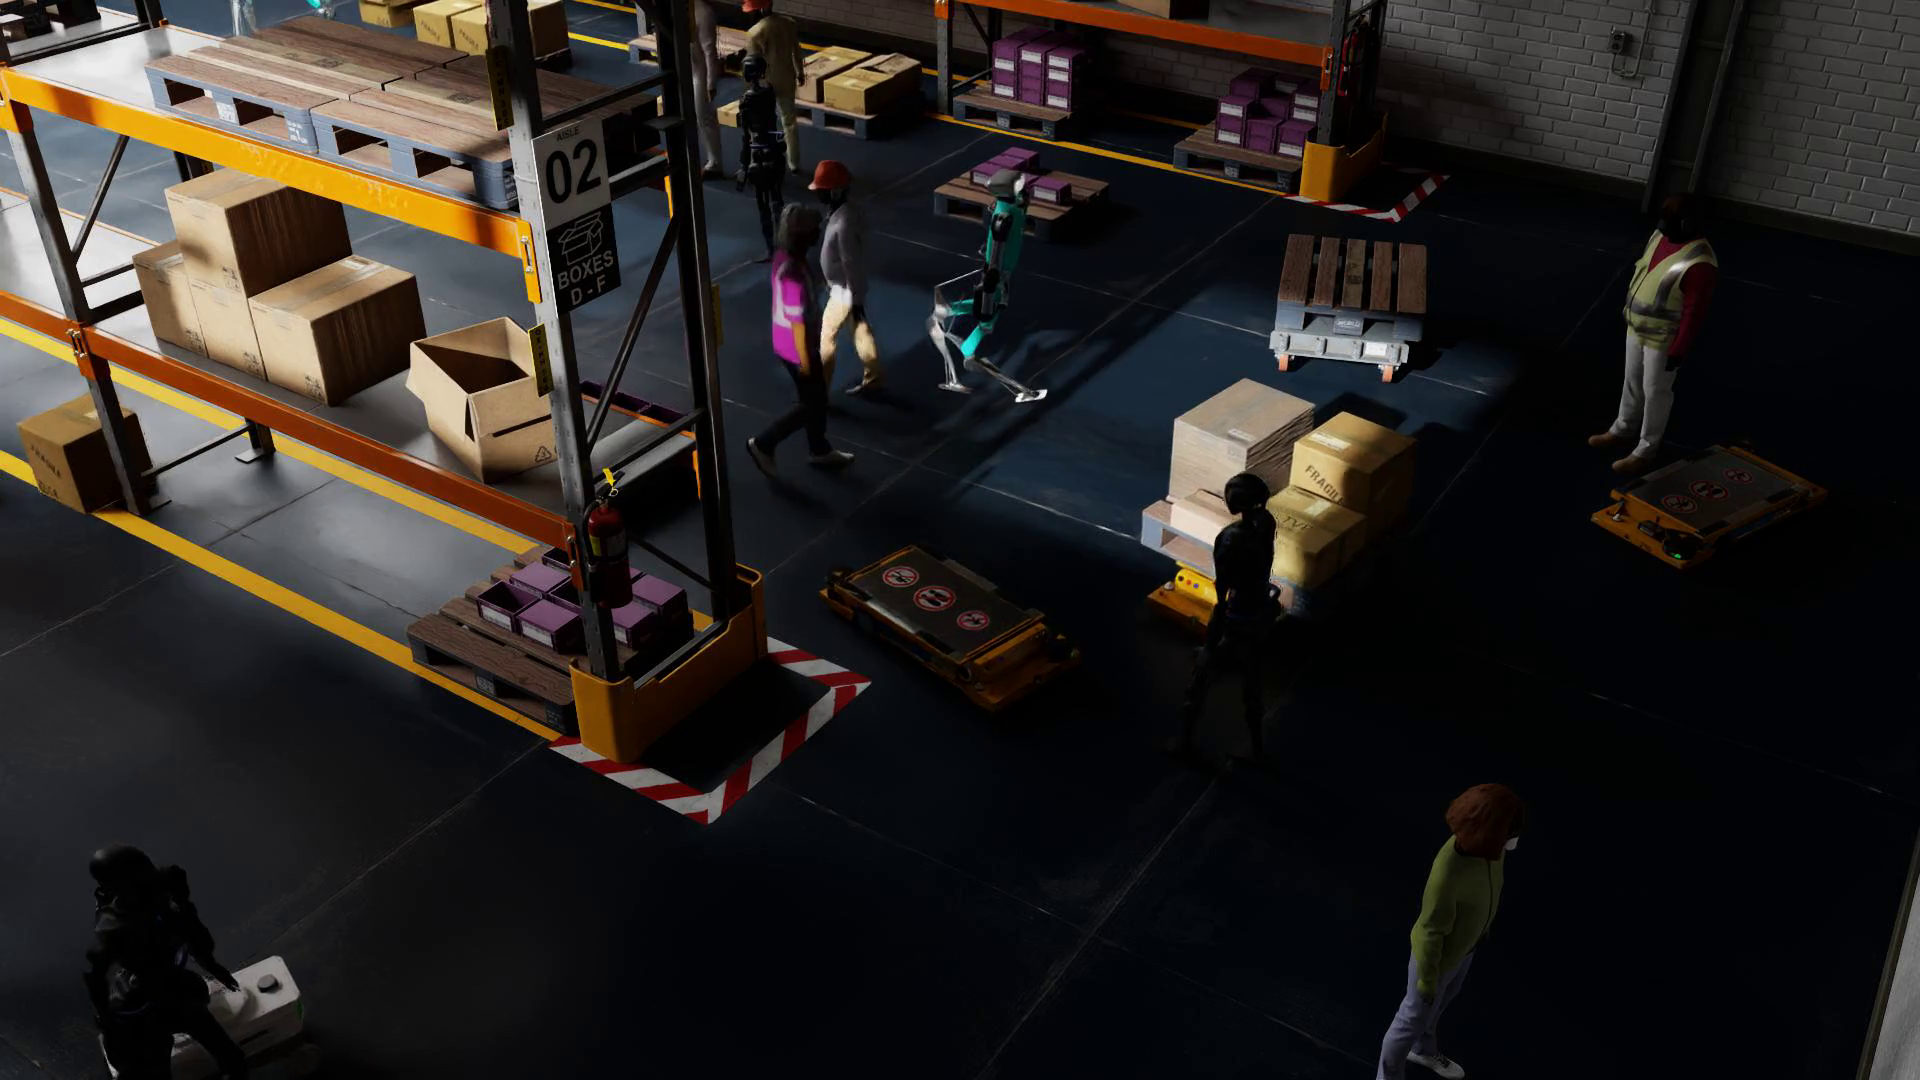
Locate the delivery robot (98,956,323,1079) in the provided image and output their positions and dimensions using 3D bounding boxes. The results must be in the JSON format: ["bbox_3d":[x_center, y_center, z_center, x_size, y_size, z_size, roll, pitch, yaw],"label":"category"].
[{"bbox_3d":[-2.966,1.978,6.561,0.783,0.584,0.499,-22,39,-30],"label":"delivery robot"}]

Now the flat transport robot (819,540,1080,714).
[{"bbox_3d":[-0.078,0.440,9.197,0.659,0.231,1.431,-27,42,-35],"label":"flat transport robot"}]

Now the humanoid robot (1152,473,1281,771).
[{"bbox_3d":[1.304,0.389,7.997,0.591,1.638,0.616,21,38,28],"label":"humanoid robot"}]

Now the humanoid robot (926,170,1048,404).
[{"bbox_3d":[0.106,-1.630,11.020,1.012,1.728,0.555,9,34,13],"label":"humanoid robot"}]

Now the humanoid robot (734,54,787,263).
[{"bbox_3d":[-1.573,-3.029,13.224,0.315,1.657,0.599,13,35,19],"label":"humanoid robot"}]

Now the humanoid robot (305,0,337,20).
[{"bbox_3d":[-7.016,-6.075,17.785,0.737,1.709,0.532,14,35,20],"label":"humanoid robot"}]

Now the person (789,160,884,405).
[{"bbox_3d":[-0.875,-1.707,11.153,0.764,1.719,0.595,-3,33,-4],"label":"person"}]

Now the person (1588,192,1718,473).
[{"bbox_3d":[4.357,-1.299,10.429,0.429,1.841,0.633,-4,33,-6],"label":"person"}]

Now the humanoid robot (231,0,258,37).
[{"bbox_3d":[-7.828,-6.135,18.022,0.537,1.860,0.755,-20,38,-28],"label":"humanoid robot"}]

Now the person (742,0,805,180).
[{"bbox_3d":[-1.619,-4.069,14.791,0.384,1.731,0.726,27,42,35],"label":"person"}]

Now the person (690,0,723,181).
[{"bbox_3d":[-2.381,-4.078,14.651,0.655,1.925,0.435,18,37,25],"label":"person"}]

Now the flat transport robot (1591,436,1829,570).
[{"bbox_3d":[4.634,-0.240,10.242,1.431,0.231,0.659,-20,38,-27],"label":"flat transport robot"}]

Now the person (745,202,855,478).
[{"bbox_3d":[-1.015,-1.220,10.314,0.619,1.826,0.548,-4,33,-6],"label":"person"}]

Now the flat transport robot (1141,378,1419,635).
[{"bbox_3d":[1.776,0.149,9.644,0.659,0.231,1.431,27,42,35],"label":"flat transport robot"}]

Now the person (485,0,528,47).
[{"bbox_3d":[-4.065,-4.366,15.045,0.494,1.948,0.424,27,42,35],"label":"person"}]

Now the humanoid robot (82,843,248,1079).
[{"bbox_3d":[-2.897,1.682,6.001,0.451,1.636,0.602,8,34,12],"label":"humanoid robot"}]

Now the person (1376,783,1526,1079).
[{"bbox_3d":[1.851,1.540,6.263,0.284,1.626,0.495,25,41,33],"label":"person"}]
